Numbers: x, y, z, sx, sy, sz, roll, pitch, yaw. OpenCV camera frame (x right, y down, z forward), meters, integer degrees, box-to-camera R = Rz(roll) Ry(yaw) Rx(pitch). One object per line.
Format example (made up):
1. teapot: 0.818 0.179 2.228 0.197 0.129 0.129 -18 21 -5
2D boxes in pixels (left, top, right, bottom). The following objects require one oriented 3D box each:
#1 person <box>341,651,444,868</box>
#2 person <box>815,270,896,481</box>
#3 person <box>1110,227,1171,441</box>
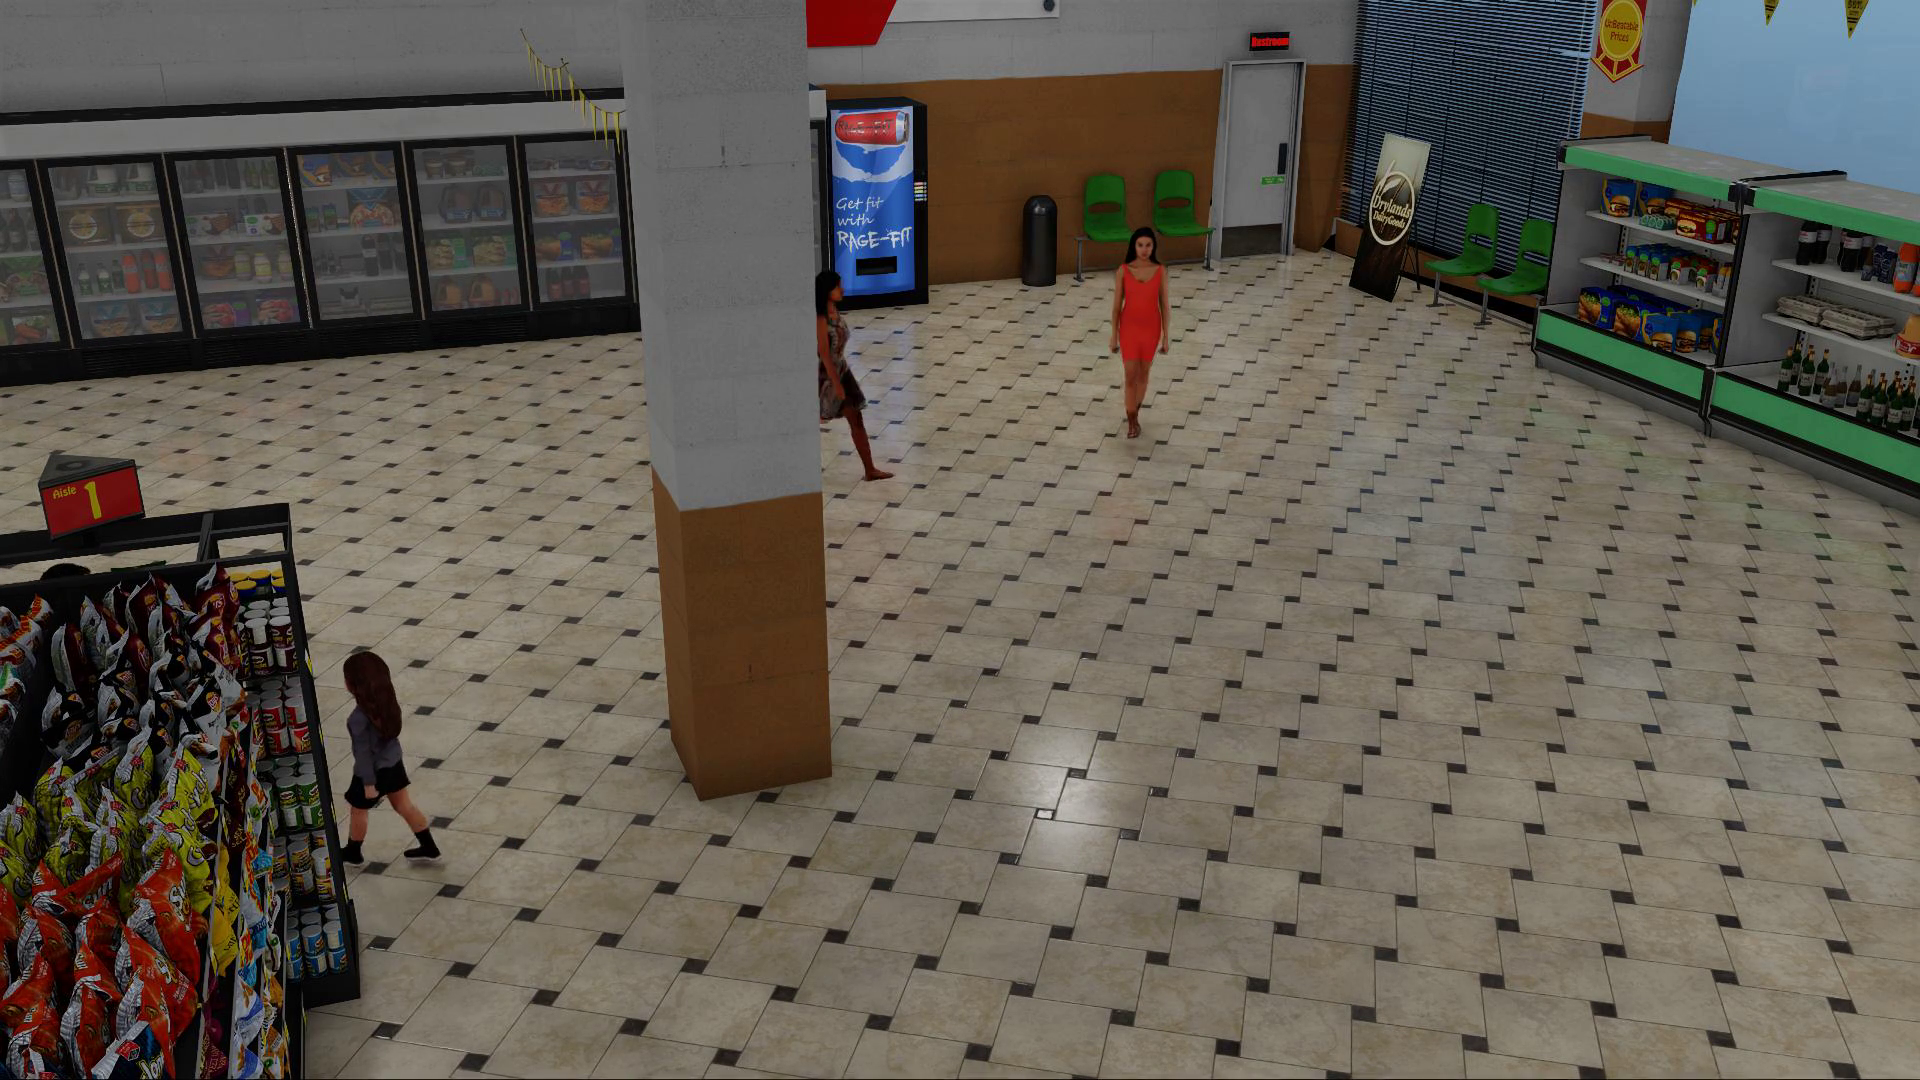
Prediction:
1. person: -2.611 1.026 7.590 0.757 1.080 0.766 4 22 11
2. person: -1.073 -1.167 12.355 1.127 1.596 1.167 6 23 14
3. person: 1.451 -1.697 13.538 0.786 1.698 1.010 -1 22 -3
